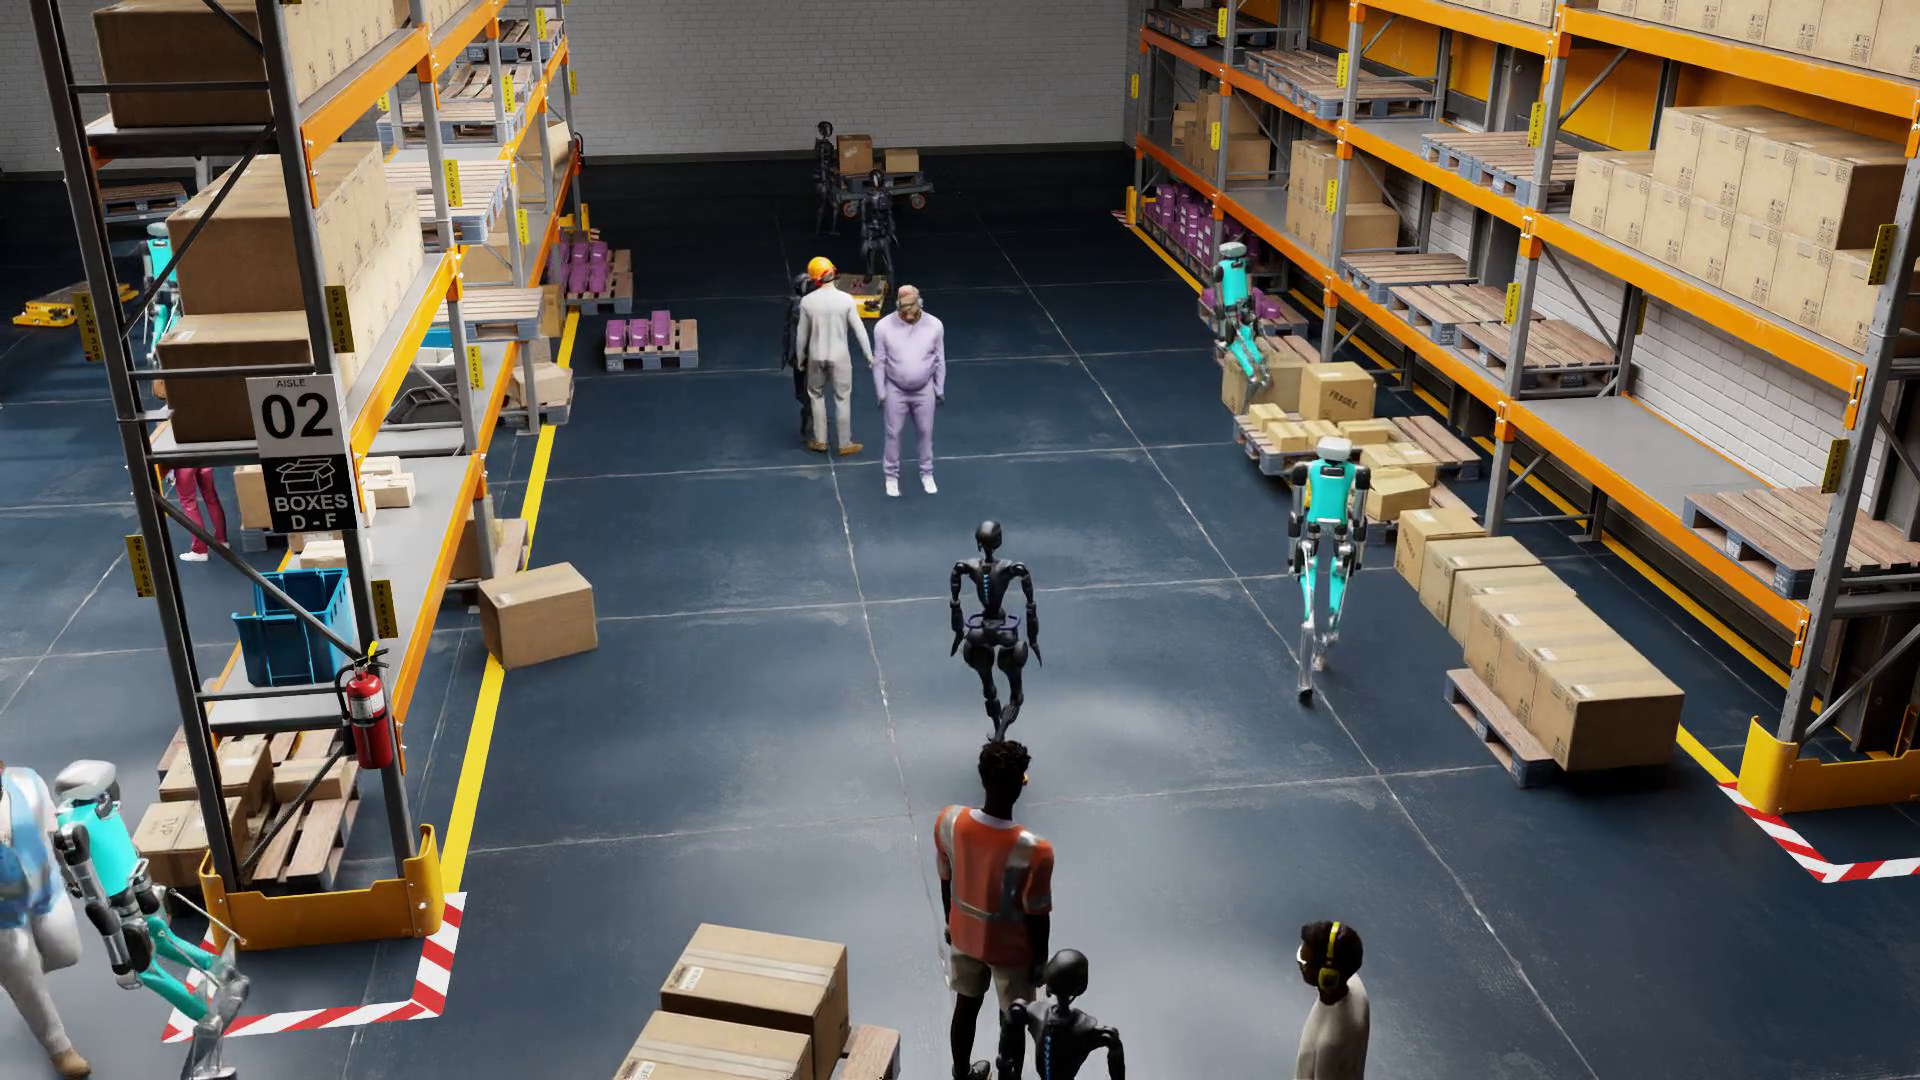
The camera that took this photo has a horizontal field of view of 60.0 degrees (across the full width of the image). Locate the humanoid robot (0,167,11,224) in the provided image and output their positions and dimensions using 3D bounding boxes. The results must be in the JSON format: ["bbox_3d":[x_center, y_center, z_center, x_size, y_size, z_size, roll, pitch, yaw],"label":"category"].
[{"bbox_3d":[-14.396,-5.499,24.437,0.599,1.657,0.315,2,24,4],"label":"humanoid robot"}]

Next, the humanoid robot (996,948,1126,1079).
[{"bbox_3d":[0.359,2.388,6.555,0.589,1.653,0.722,10,26,22],"label":"humanoid robot"}]

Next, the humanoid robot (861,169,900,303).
[{"bbox_3d":[-1.011,-3.721,20.437,0.610,1.643,0.593,19,30,37],"label":"humanoid robot"}]

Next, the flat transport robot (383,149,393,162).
[{"bbox_3d":[-8.026,-5.010,25.093,1.431,0.231,0.659,0,24,1],"label":"flat transport robot"}]

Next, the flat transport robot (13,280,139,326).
[{"bbox_3d":[-10.760,-2.889,20.259,0.659,0.231,1.431,4,24,10],"label":"flat transport robot"}]

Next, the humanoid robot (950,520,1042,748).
[{"bbox_3d":[0.214,0.642,10.495,0.602,1.640,0.502,6,25,14],"label":"humanoid robot"}]

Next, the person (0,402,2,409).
[{"bbox_3d":[-10.038,-2.224,16.666,0.498,1.940,0.437,-16,28,-32],"label":"person"}]

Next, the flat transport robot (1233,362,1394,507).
[{"bbox_3d":[3.235,-0.659,15.180,0.659,0.231,1.431,-3,24,-8],"label":"flat transport robot"}]

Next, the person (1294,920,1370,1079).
[{"bbox_3d":[1.398,2.281,6.501,0.324,1.867,0.498,8,25,18],"label":"person"}]

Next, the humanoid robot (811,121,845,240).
[{"bbox_3d":[-1.871,-5.073,23.488,0.550,1.640,0.608,0,24,1],"label":"humanoid robot"}]

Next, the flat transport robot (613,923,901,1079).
[{"bbox_3d":[-0.901,2.756,7.398,1.431,0.231,0.659,5,24,12],"label":"flat transport robot"}]

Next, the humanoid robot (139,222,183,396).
[{"bbox_3d":[-8.241,-2.282,17.187,0.530,1.881,0.789,3,24,7],"label":"humanoid robot"}]

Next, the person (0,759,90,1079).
[{"bbox_3d":[-4.529,1.706,7.873,0.648,1.813,0.669,14,27,29],"label":"person"}]

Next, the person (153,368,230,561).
[{"bbox_3d":[-6.214,-0.614,13.390,0.282,1.628,0.498,8,25,18],"label":"person"}]

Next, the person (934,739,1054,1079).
[{"bbox_3d":[0.165,1.784,7.519,0.595,1.958,0.370,16,28,32],"label":"person"}]

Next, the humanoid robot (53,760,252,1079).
[{"bbox_3d":[-3.641,1.819,7.717,0.768,1.794,0.564,-4,24,-8],"label":"humanoid robot"}]

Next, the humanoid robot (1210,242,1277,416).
[{"bbox_3d":[2.847,-2.012,16.475,0.547,1.795,0.752,-18,29,-35],"label":"humanoid robot"}]

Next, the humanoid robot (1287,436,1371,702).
[{"bbox_3d":[2.481,0.256,11.303,0.535,1.774,0.950,4,24,9],"label":"humanoid robot"}]

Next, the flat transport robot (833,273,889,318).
[{"bbox_3d":[-1.264,-3.024,20.566,0.659,0.231,1.431,1,24,2],"label":"flat transport robot"}]

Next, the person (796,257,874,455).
[{"bbox_3d":[-1.167,-1.716,15.604,0.755,1.876,0.398,2,24,4],"label":"person"}]

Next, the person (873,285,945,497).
[{"bbox_3d":[-0.438,-1.314,14.643,0.644,1.907,0.402,-4,24,-9],"label":"person"}]

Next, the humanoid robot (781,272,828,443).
[{"bbox_3d":[-1.473,-1.782,16.012,0.604,1.641,0.512,18,30,35],"label":"humanoid robot"}]

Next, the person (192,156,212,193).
[{"bbox_3d":[-11.553,-5.965,25.324,0.430,1.838,0.637,-3,24,-7],"label":"person"}]
